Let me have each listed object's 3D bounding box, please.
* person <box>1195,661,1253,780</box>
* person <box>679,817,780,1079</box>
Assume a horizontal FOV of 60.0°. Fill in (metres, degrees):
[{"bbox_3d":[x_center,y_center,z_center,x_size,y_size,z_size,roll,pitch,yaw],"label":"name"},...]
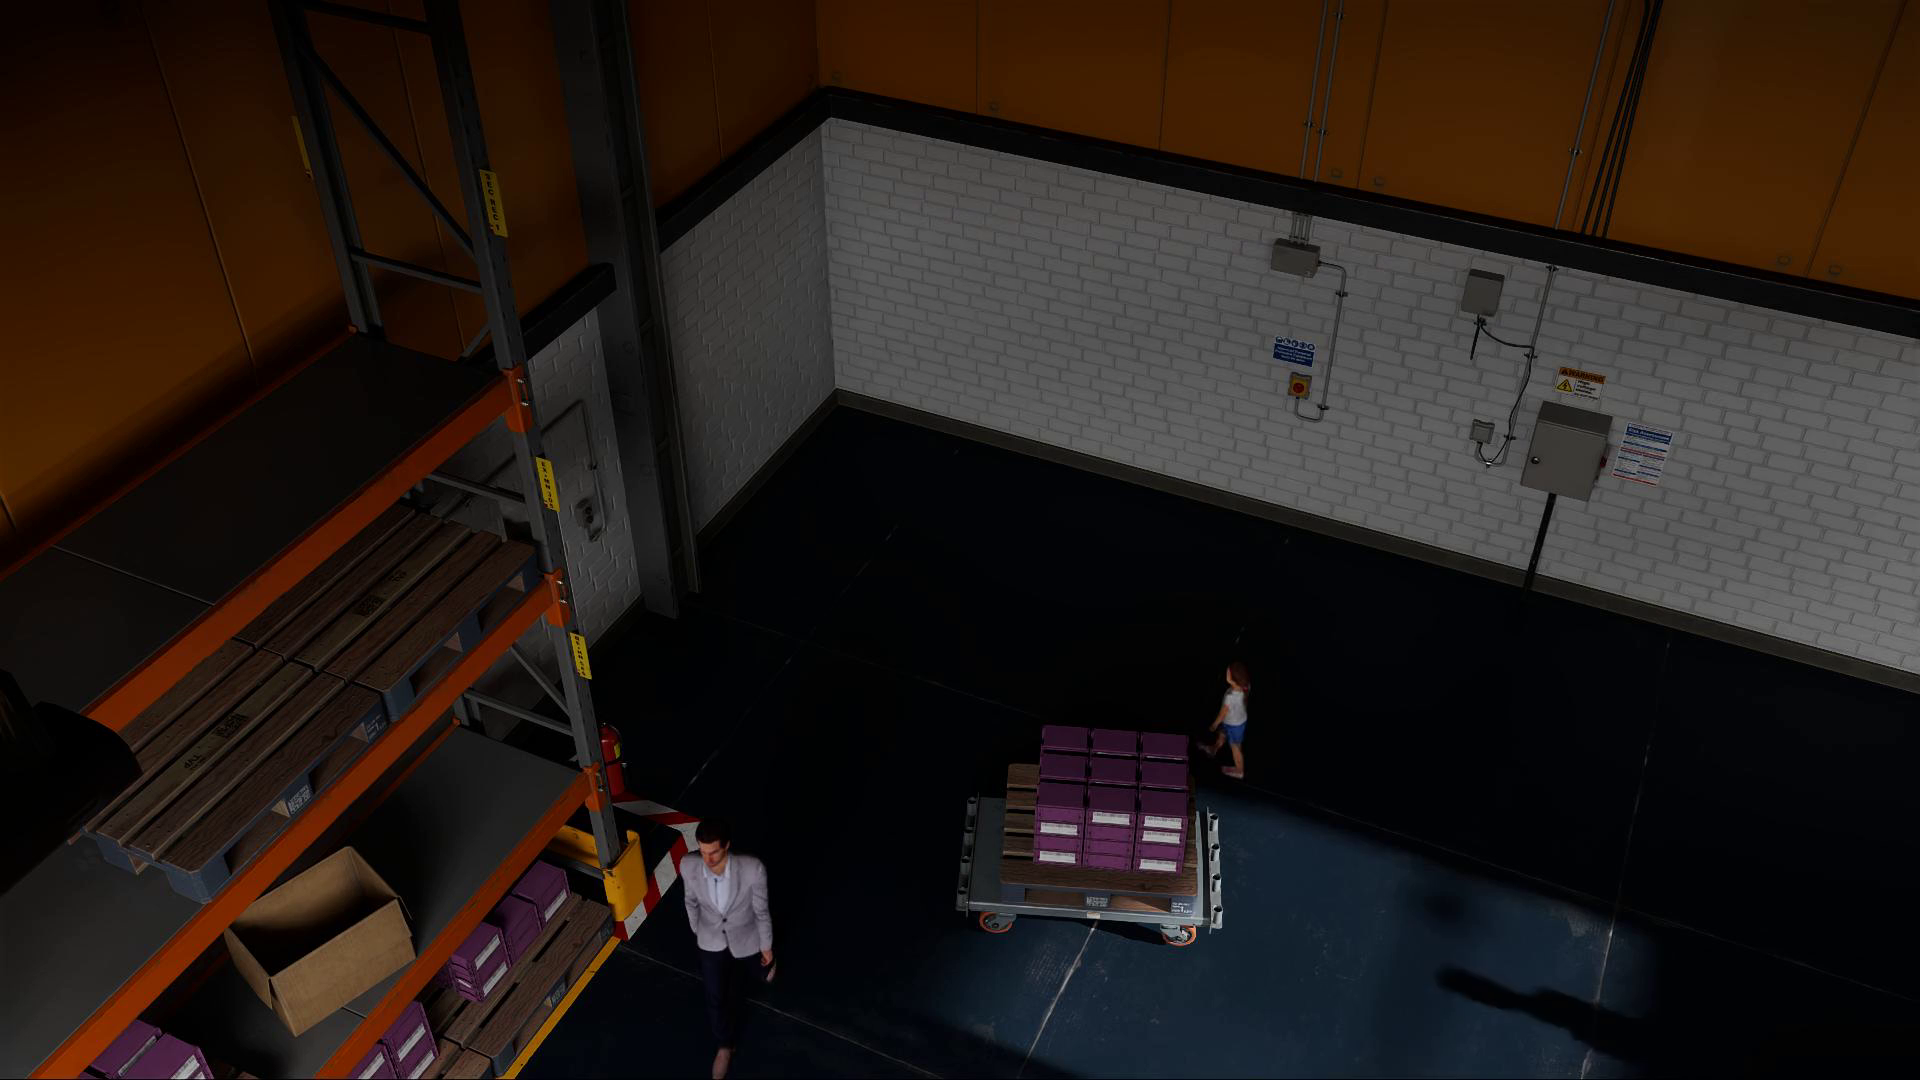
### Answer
[{"bbox_3d":[1.905,1.243,11.331,0.554,1.006,0.605,23,44,26],"label":"person"},{"bbox_3d":[-1.268,2.185,9.498,0.943,1.821,1.235,3,39,3],"label":"person"}]
